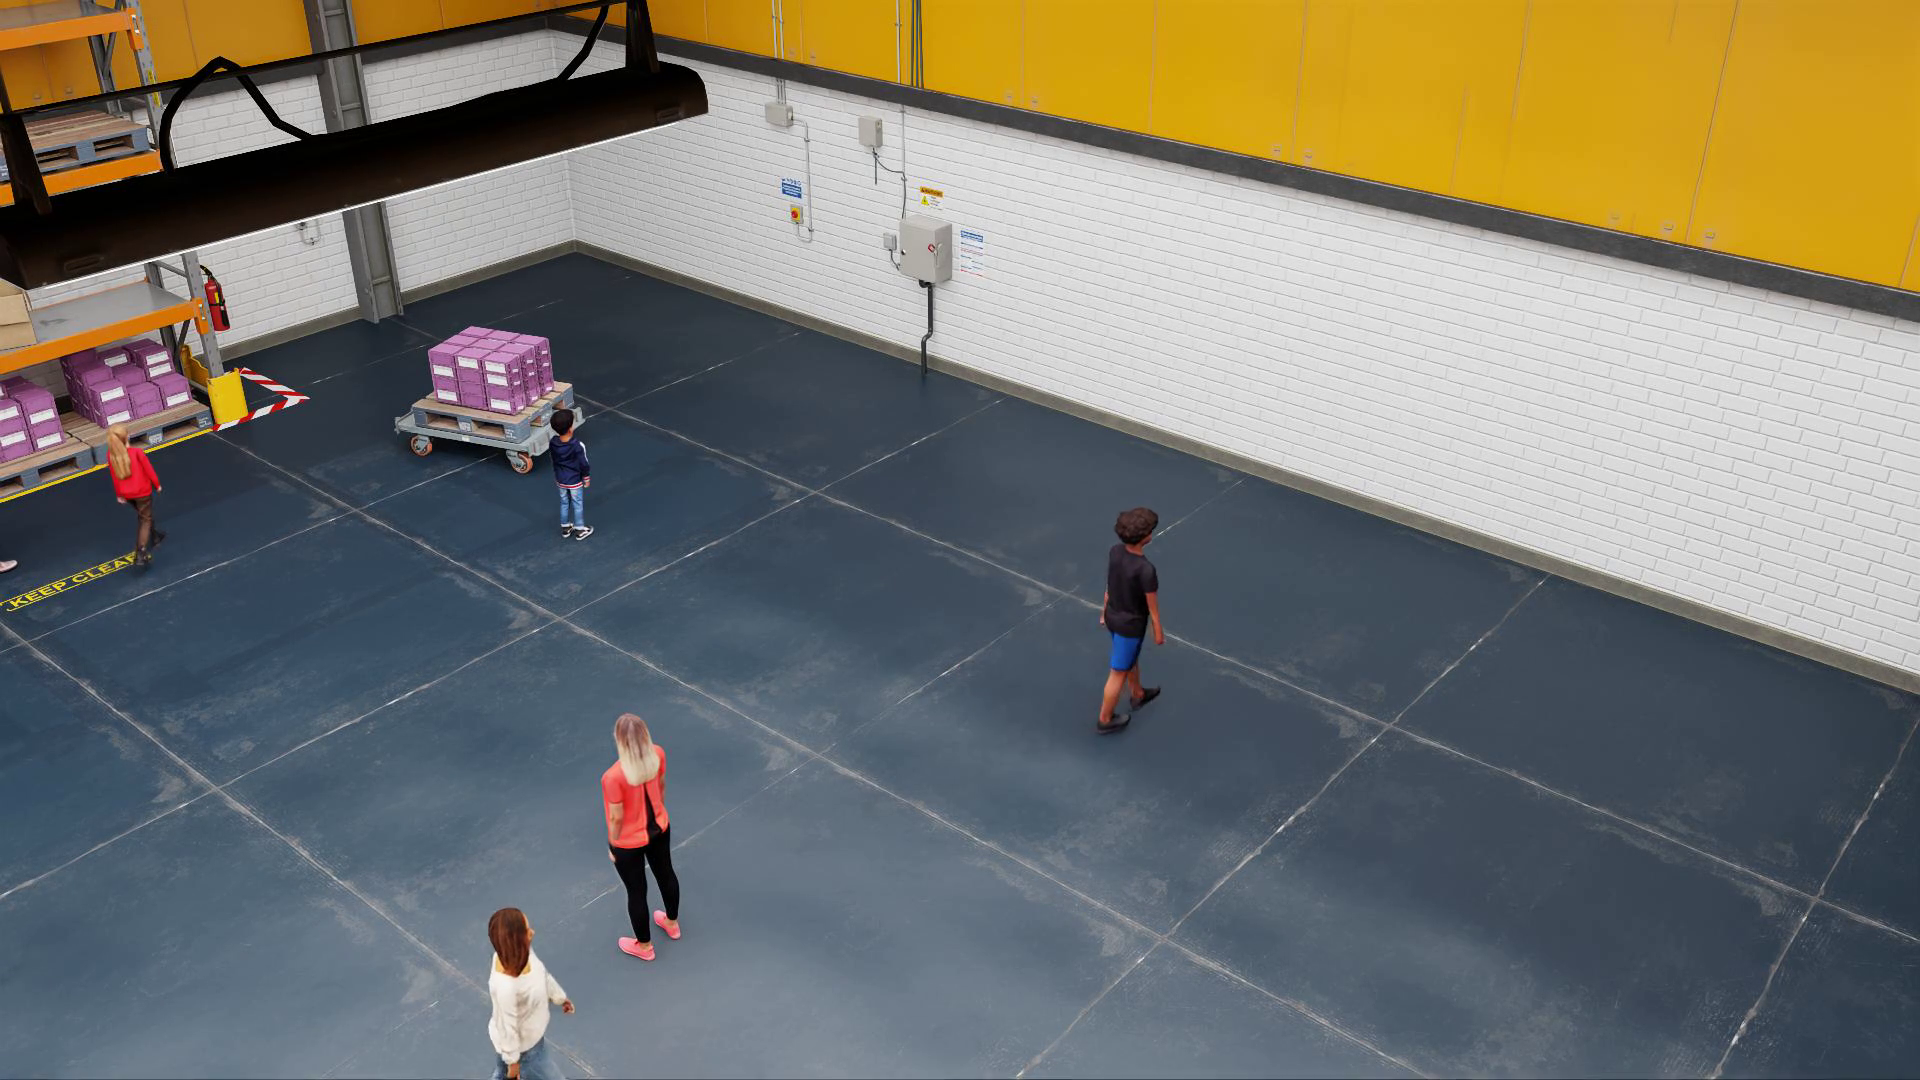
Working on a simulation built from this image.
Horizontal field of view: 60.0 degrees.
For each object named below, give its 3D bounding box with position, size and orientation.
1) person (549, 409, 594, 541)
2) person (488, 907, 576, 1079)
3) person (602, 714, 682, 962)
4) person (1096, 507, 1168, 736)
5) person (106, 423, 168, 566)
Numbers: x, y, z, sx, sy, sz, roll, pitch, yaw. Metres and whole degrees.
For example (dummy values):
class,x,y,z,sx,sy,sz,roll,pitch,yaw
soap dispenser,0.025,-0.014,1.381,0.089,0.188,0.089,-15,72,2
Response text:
class,x,y,z,sx,sy,sz,roll,pitch,yaw
person,-3.452,-0.582,14.671,0.571,1.221,0.566,10,30,17
person,-2.325,2.549,8.484,1.122,1.649,1.019,-5,29,-10
person,-1.892,1.751,9.900,0.650,1.694,0.466,20,35,32
person,1.125,0.610,11.910,0.991,1.773,0.800,-17,33,-28
person,-7.072,-0.378,14.258,0.817,1.259,0.964,2,29,4
